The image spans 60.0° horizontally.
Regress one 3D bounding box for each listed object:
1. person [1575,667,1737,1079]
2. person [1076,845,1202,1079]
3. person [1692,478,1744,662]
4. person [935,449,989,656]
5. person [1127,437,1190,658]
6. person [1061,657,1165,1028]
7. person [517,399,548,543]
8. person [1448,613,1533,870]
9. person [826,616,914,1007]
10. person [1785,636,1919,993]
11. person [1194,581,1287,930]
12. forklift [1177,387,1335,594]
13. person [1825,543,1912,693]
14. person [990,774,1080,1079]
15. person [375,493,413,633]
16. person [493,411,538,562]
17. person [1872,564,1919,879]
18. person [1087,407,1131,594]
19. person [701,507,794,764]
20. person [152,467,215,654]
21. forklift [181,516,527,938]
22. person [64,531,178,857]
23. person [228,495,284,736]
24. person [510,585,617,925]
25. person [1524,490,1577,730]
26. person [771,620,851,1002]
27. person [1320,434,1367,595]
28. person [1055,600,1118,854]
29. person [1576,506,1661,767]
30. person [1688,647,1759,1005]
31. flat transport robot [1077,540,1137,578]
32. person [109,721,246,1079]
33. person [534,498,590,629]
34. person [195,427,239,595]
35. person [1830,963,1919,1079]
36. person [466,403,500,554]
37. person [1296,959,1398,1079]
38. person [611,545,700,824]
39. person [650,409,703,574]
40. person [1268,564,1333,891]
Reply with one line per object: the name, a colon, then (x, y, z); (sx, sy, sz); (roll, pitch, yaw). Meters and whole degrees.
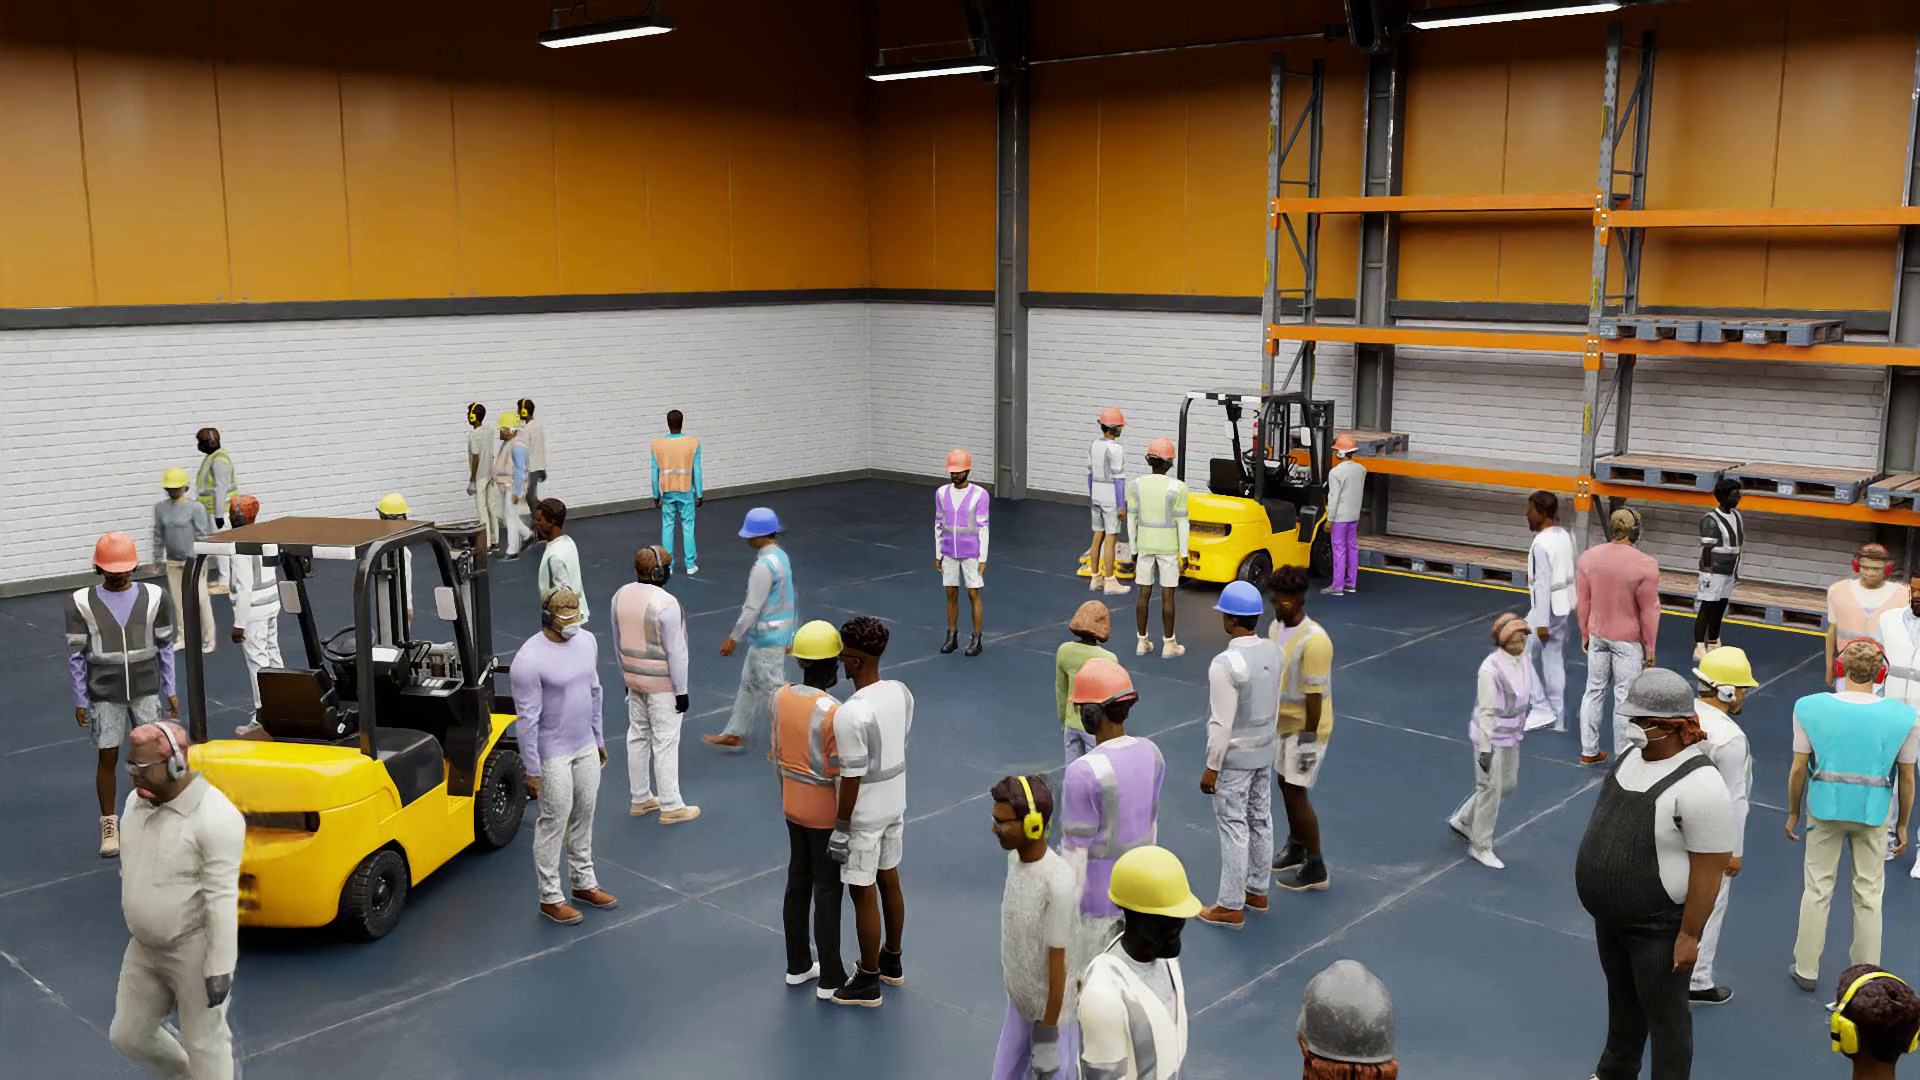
person: (2.874, 1.530, 7.033); (0.539, 2.000, 0.688); (-2, 10, -9)
person: (0.565, 1.891, 5.301); (0.388, 1.927, 0.589); (5, 11, 25)
person: (6.917, 0.279, 15.134); (0.542, 1.696, 0.316); (-7, 12, -36)
person: (0.005, 0.116, 15.409); (0.544, 1.930, 0.389); (5, 11, 24)
person: (1.835, 0.068, 15.337); (0.608, 2.048, 0.364); (6, 11, 29)
person: (0.615, 1.510, 7.191); (0.409, 2.029, 0.613); (8, 13, 39)
person: (-5.502, -0.882, 21.288); (0.393, 1.858, 0.588); (2, 10, 9)
person: (3.218, 1.200, 10.125); (0.566, 1.608, 0.564); (10, 14, 43)
person: (-0.464, 1.343, 8.310); (0.365, 1.966, 0.606); (5, 11, 25)
person: (4.453, 1.397, 8.346); (0.565, 1.846, 0.390); (4, 11, 24)
person: (1.557, 1.188, 9.245); (0.387, 1.947, 0.602); (9, 14, 42)
forklift: (3.298, -0.608, 18.767); (1.214, 2.155, 2.313); (9, 13, 42)
person: (6.294, 0.875, 11.539); (0.558, 1.788, 1.025); (7, 12, 34)
person: (0.357, 1.767, 6.267); (0.754, 1.839, 0.533); (-5, 11, -26)
person: (-4.640, 0.493, 13.721); (0.310, 1.768, 0.533); (-8, 13, -38)
person: (-5.385, -0.648, 20.068); (0.482, 1.819, 0.599); (-6, 12, -31)
person: (5.775, 1.069, 10.008); (0.379, 1.917, 0.591); (-7, 12, -36)
person: (1.633, -0.433, 18.199); (0.389, 2.045, 0.606); (-5, 11, -27)
person: (-1.508, 0.706, 12.109); (0.808, 1.900, 0.616); (0, 10, 0)
person: (-7.231, 0.193, 15.457); (0.563, 1.758, 0.345); (2, 10, 11)
forklift: (-3.583, 0.976, 9.748); (1.214, 2.155, 2.313); (2, 10, 11)
person: (-5.201, 0.947, 10.374); (0.605, 2.035, 0.385); (-7, 12, -35)
person: (-5.470, 0.580, 12.894); (0.355, 1.883, 0.572); (0, 10, 2)
person: (-2.223, 1.188, 9.310); (0.382, 1.928, 0.640); (5, 11, 27)
person: (4.554, 0.558, 12.965); (0.471, 1.902, 0.605); (8, 13, 38)
person: (-0.708, 1.352, 8.364); (0.359, 1.929, 0.587); (-9, 14, -42)
person: (4.174, -0.278, 18.134); (0.563, 1.755, 0.320); (-9, 13, -41)
person: (0.798, 1.173, 10.224); (0.289, 1.633, 0.497); (-10, 14, -43)
person: (4.718, 0.718, 11.945); (0.373, 1.940, 0.630); (-8, 12, -37)
person: (3.718, 1.419, 8.307); (0.403, 1.817, 0.602); (-2, 10, -9)
flat transport robot: (1.835, 0.218, 19.539); (0.652, 0.197, 1.431); (3, 10, 15)
person: (-3.171, 1.656, 6.745); (0.648, 1.895, 0.436); (4, 11, 24)
person: (-2.984, 0.634, 12.490); (0.398, 1.918, 0.590); (-2, 10, -10)
person: (-8.124, -0.328, 18.214); (0.430, 1.831, 0.643); (-5, 11, -28)
person: (2.421, 2.063, 4.525); (0.512, 1.861, 0.325); (-2, 10, -11)
person: (-5.924, -0.760, 20.554); (0.329, 1.874, 0.518); (3, 10, 14)
person: (0.933, 2.027, 4.201); (0.688, 2.000, 0.536); (-1, 10, -7)
person: (-1.994, 0.943, 10.944); (0.632, 1.843, 0.429); (8, 13, 39)
person: (-3.276, -0.551, 19.263); (0.587, 1.911, 0.397); (0, 10, 0)
person: (1.974, 1.089, 9.815); (0.412, 1.949, 0.618); (-2, 10, -13)
